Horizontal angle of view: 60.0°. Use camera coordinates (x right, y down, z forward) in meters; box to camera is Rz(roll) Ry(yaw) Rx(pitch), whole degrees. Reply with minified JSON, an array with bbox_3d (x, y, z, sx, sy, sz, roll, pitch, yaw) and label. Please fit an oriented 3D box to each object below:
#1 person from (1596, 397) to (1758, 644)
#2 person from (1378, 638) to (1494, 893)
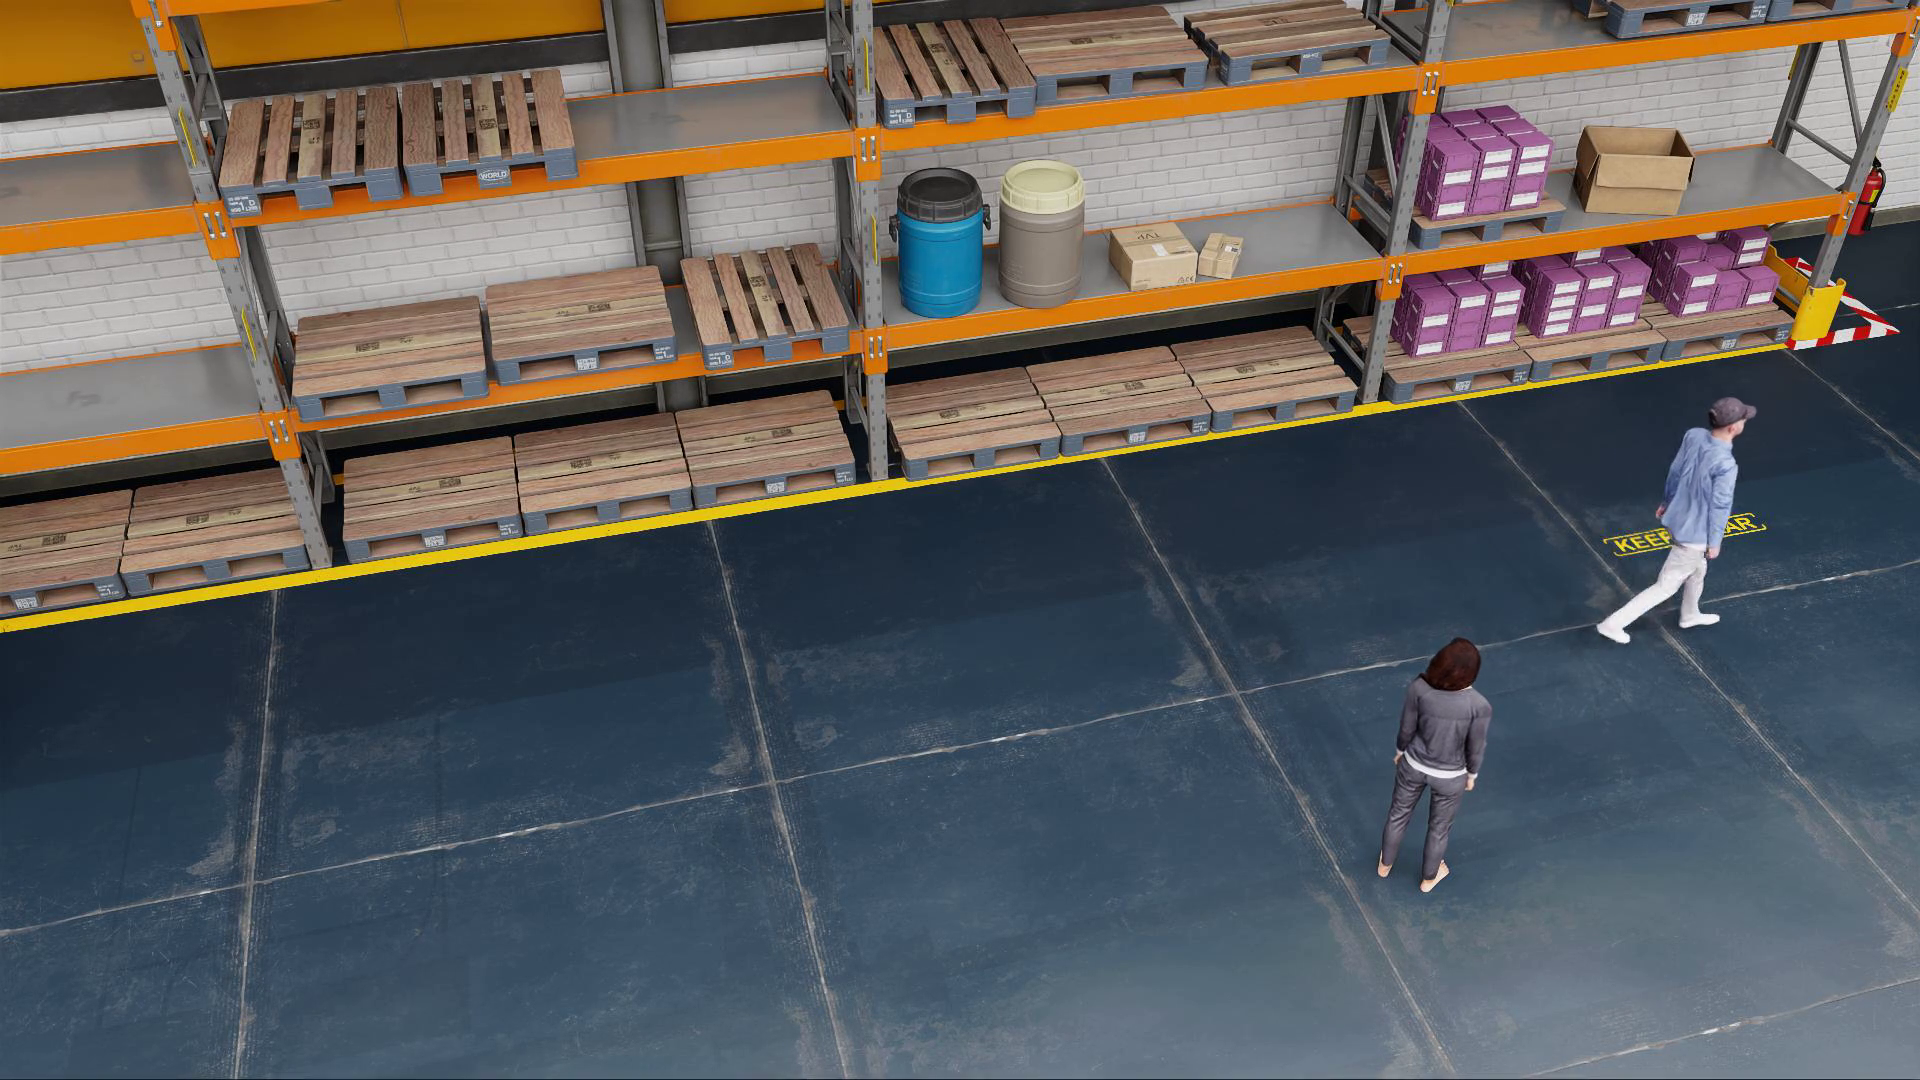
[{"bbox_3d":[4.541,-0.078,10.483,1.175,1.861,0.760,-4,39,-5],"label":"person"},{"bbox_3d":[2.552,1.210,8.943,0.682,1.770,0.748,19,42,22],"label":"person"}]
